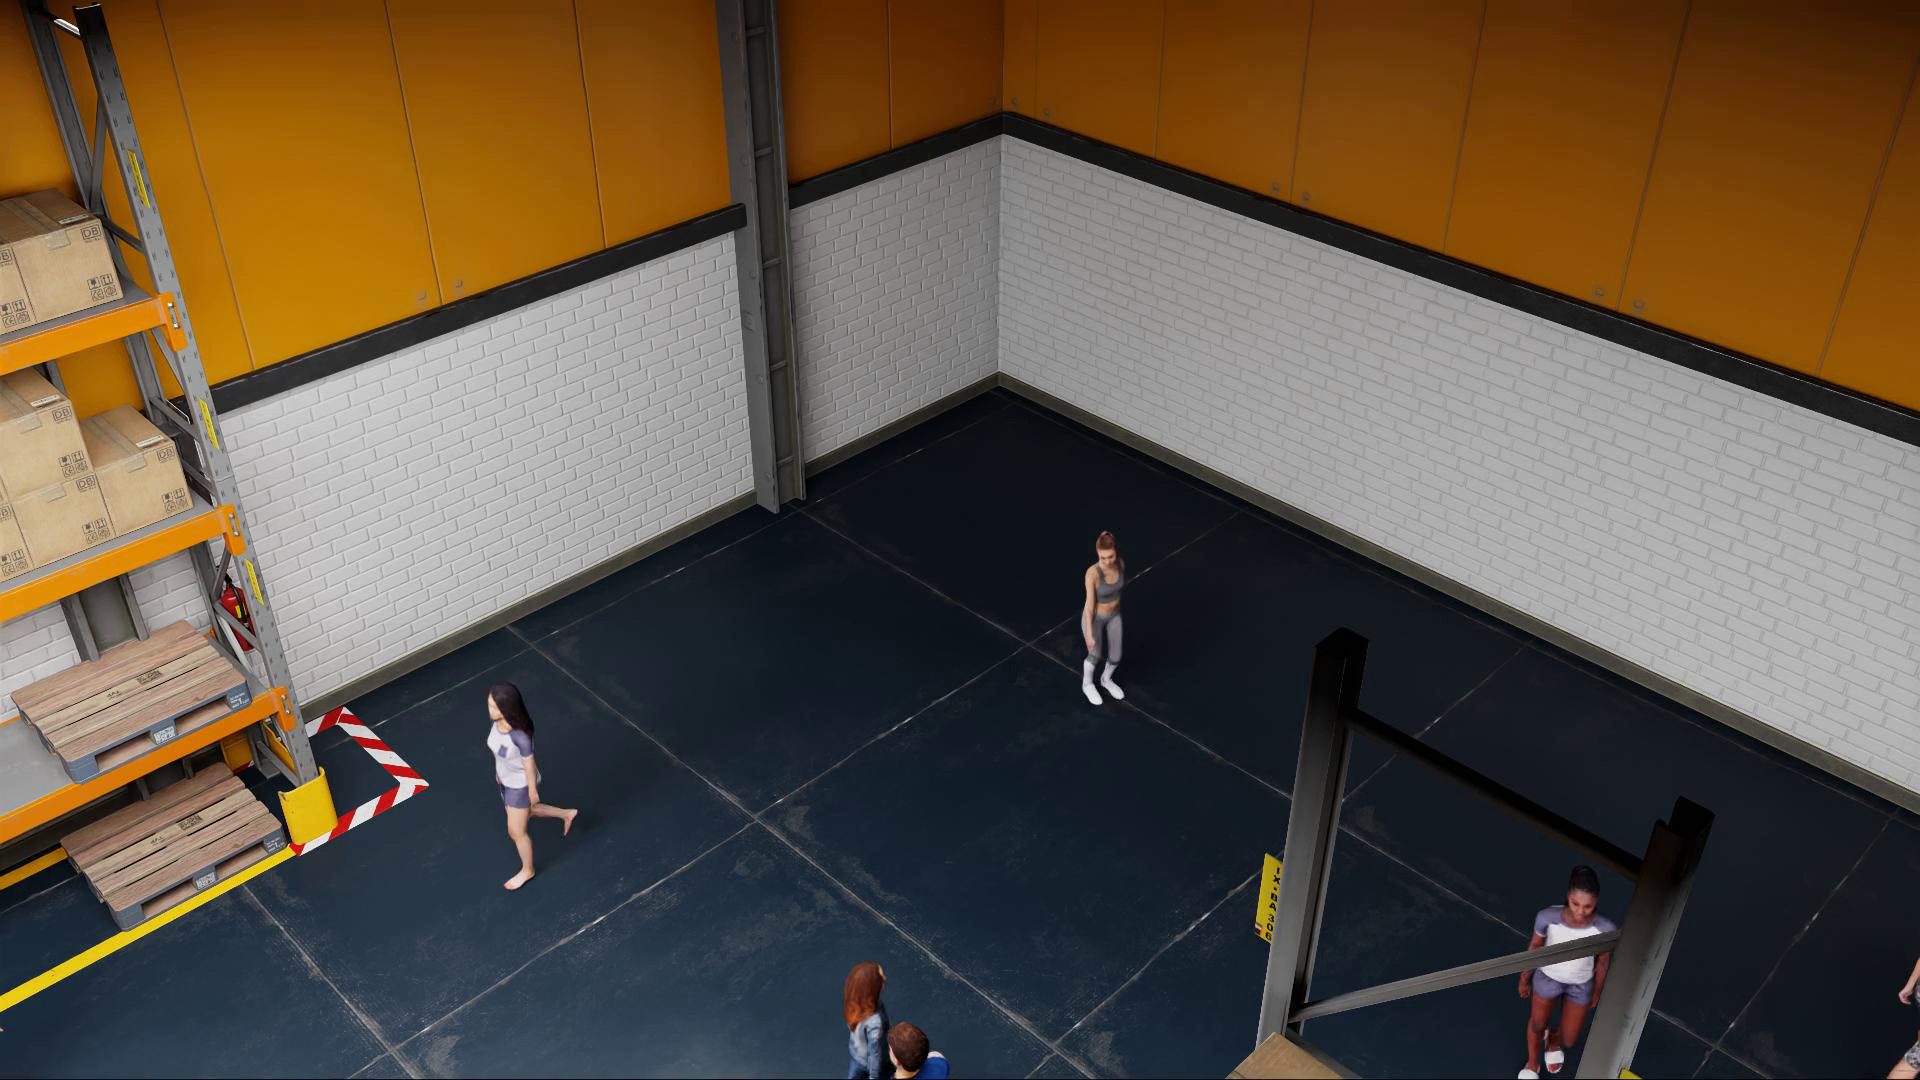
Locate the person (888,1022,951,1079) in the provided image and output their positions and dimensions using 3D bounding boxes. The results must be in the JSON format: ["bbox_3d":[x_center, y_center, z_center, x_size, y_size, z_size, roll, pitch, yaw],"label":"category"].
[{"bbox_3d":[-0.261,3.250,8.912,0.724,1.866,0.537,24,40,31],"label":"person"}]

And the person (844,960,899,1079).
[{"bbox_3d":[-0.581,2.994,9.670,0.945,1.453,0.723,-16,37,-23],"label":"person"}]

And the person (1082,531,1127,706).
[{"bbox_3d":[1.096,0.607,13.068,0.620,1.668,0.724,-28,43,-35],"label":"person"}]

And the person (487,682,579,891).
[{"bbox_3d":[-2.996,1.630,11.509,0.910,1.688,0.639,-26,42,-34],"label":"person"}]

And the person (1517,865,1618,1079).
[{"bbox_3d":[3.632,2.605,10.021,0.748,1.712,0.781,11,35,16],"label":"person"}]
